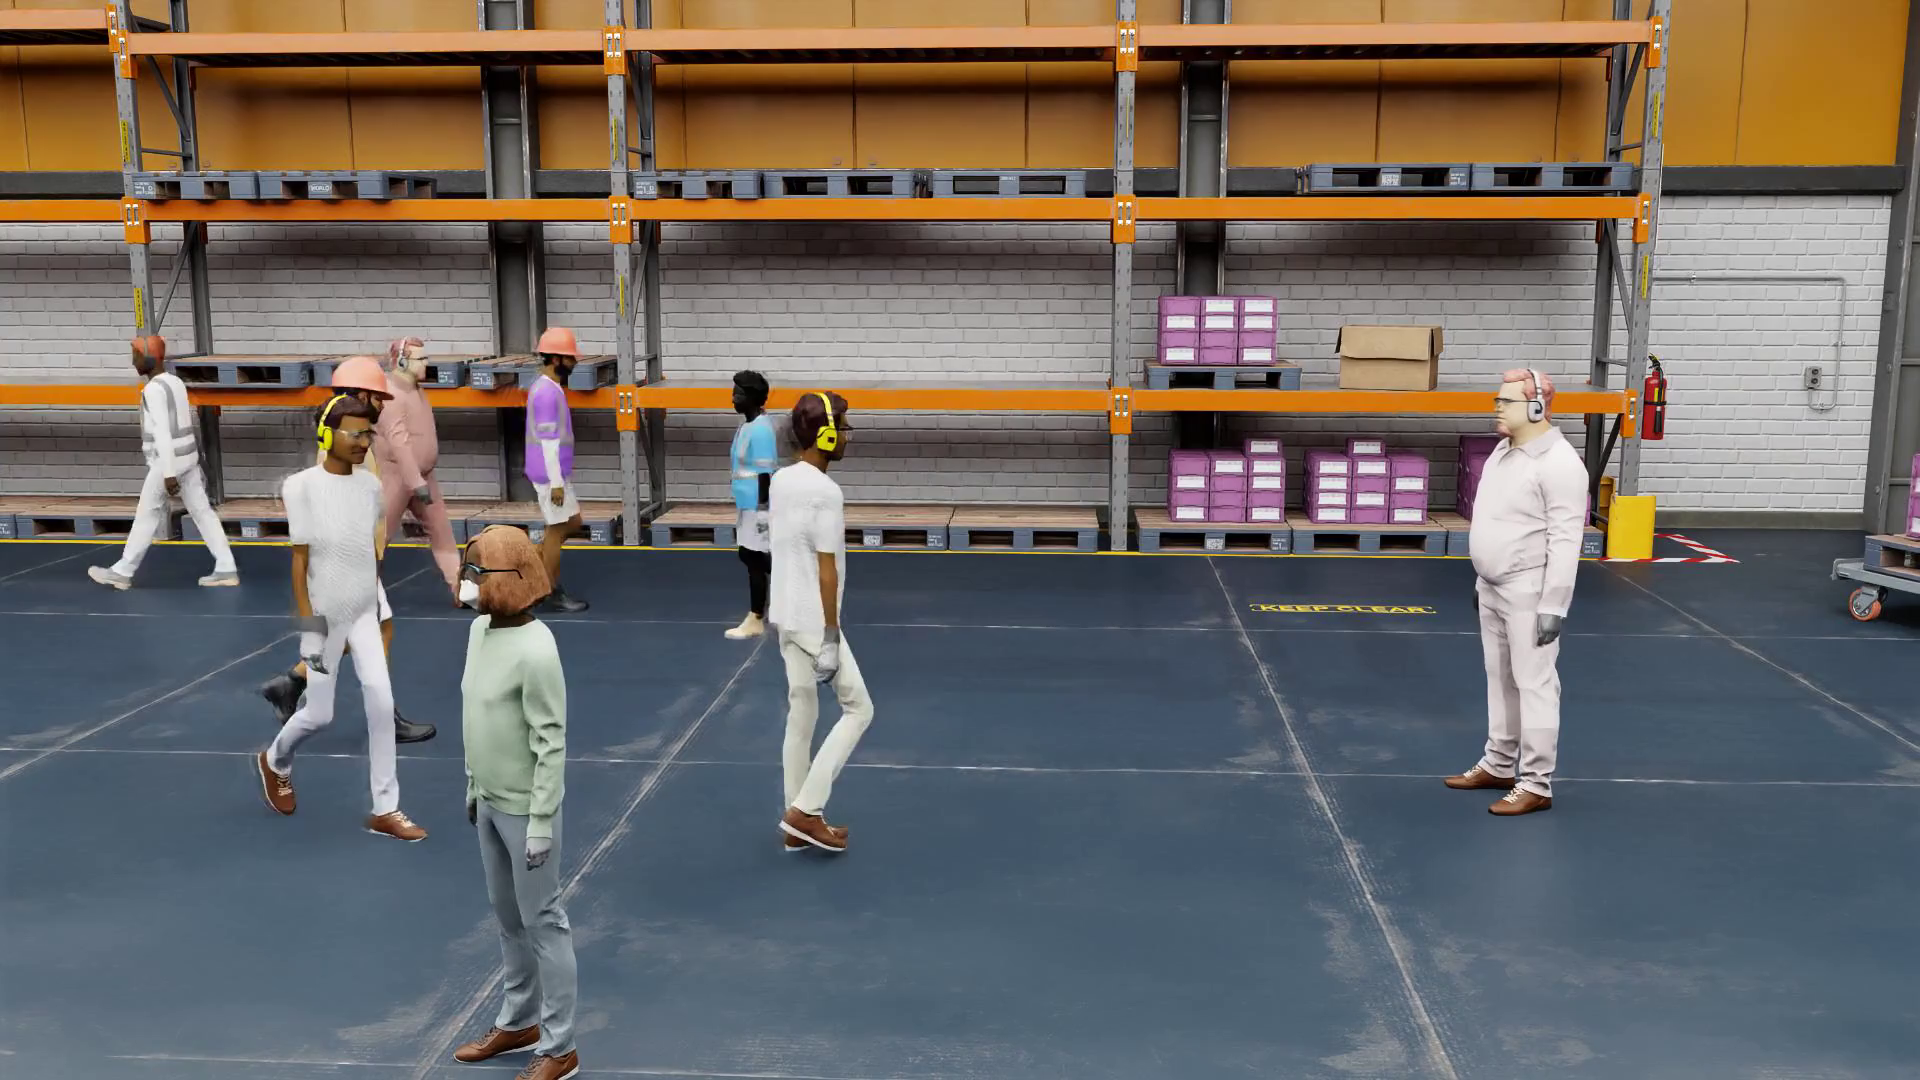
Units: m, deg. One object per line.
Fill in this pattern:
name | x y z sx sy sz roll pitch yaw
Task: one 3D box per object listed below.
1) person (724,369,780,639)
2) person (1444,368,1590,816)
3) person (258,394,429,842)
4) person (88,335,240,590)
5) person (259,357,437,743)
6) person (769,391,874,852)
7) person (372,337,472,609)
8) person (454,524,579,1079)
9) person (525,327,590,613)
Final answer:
person | -1.199 -0.225 10.387 0.546 1.687 0.527 -3 10 -19
person | 2.382 0.220 7.142 0.402 1.911 0.639 -2 10 -9
person | -2.592 0.310 6.835 0.830 1.836 0.511 6 11 32
person | -5.697 -0.544 11.866 1.034 1.818 0.612 -1 10 -4
person | -2.998 0.071 8.025 0.730 1.908 0.556 -3 10 -16
person | -0.573 0.337 6.617 0.382 1.855 0.530 -8 12 -38
person | -3.685 -0.419 11.062 1.028 1.854 0.643 1 10 6
person | -1.284 0.762 4.758 0.280 1.636 0.500 -8 13 -39
person | -2.711 -0.451 11.037 0.484 1.917 0.548 -2 10 -10
